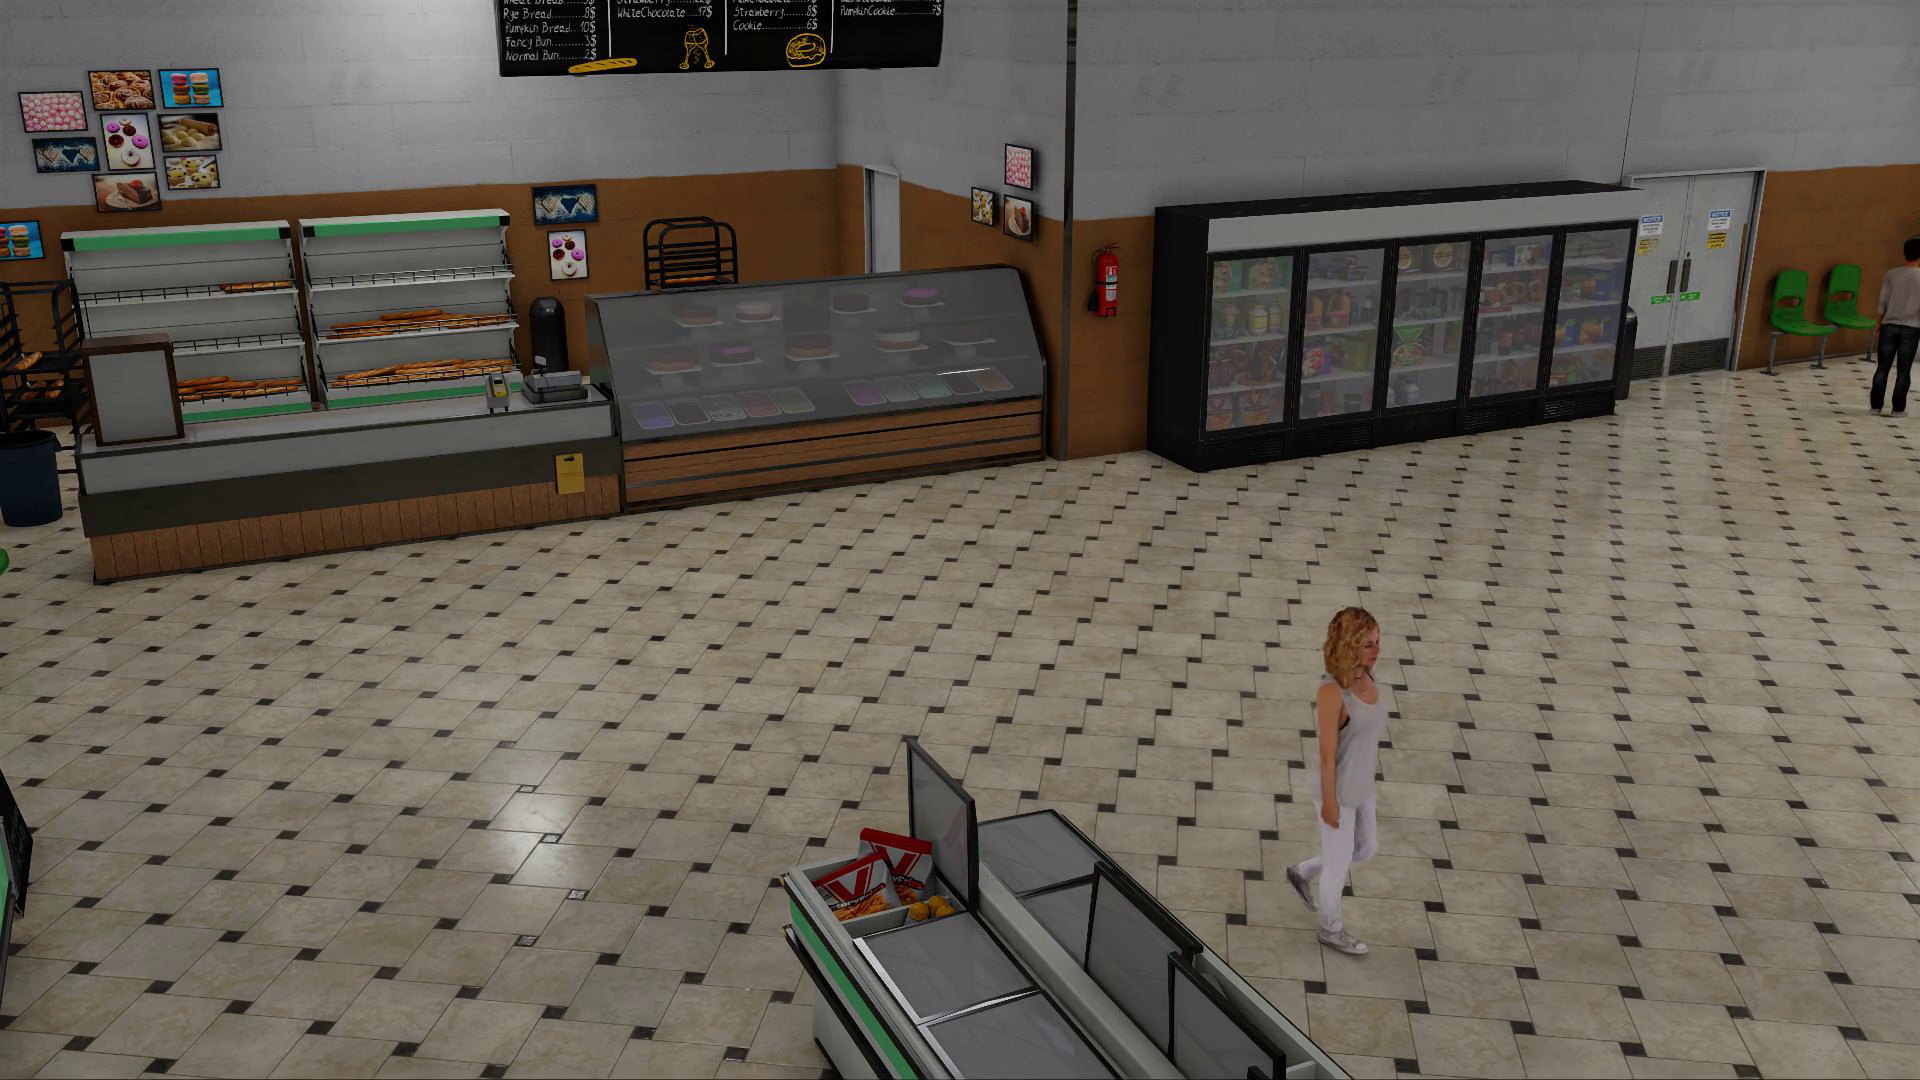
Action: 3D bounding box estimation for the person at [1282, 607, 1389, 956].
[{"bbox_3d":[1.683,1.082,7.571,0.841,1.659,0.738,17,25,41],"label":"person"}]

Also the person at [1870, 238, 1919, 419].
[{"bbox_3d":[9.593,-2.161,16.956,0.635,1.807,0.794,15,24,38],"label":"person"}]
